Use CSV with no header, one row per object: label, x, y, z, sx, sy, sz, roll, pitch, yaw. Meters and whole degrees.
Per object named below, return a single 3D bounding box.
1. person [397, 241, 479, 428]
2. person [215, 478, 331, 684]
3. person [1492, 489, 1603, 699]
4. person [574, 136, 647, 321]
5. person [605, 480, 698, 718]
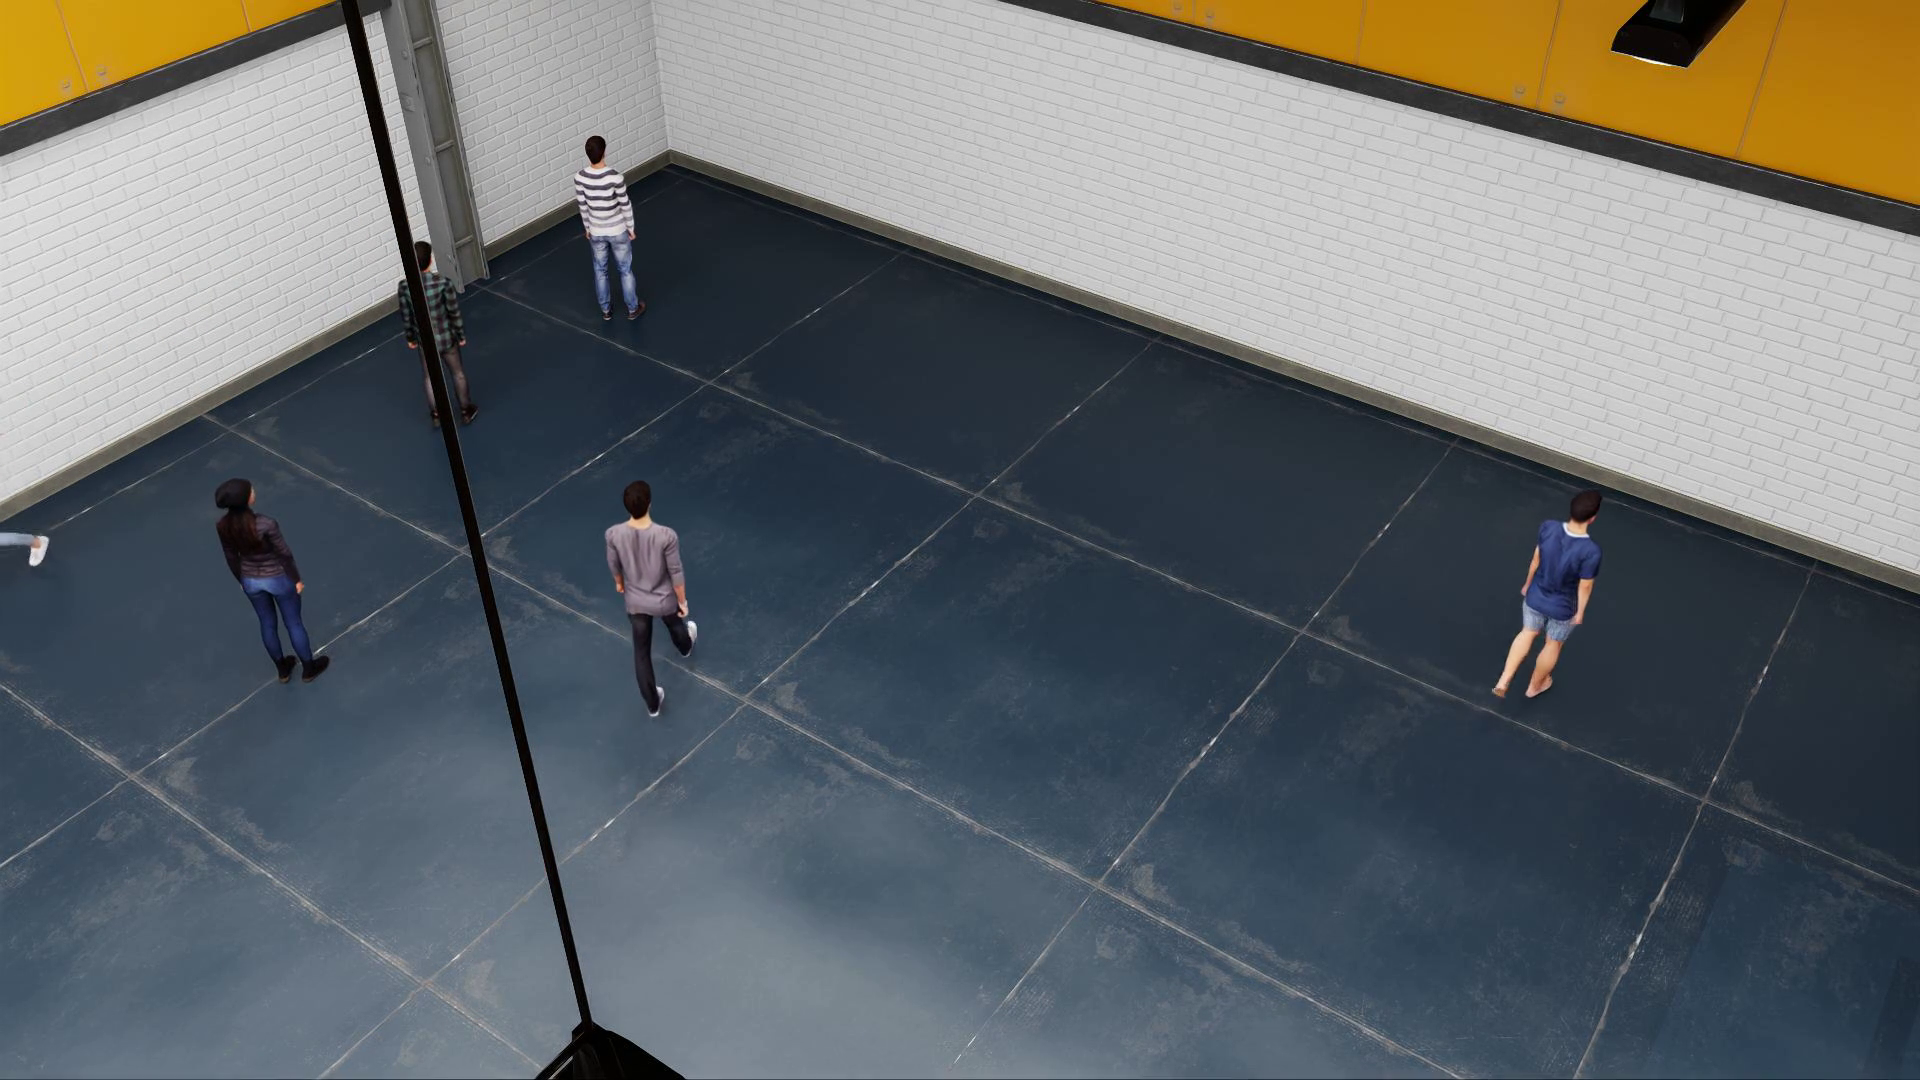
person,-4.531,-1.773,14.350,0.761,1.706,0.798,-6,39,-8
person,-4.888,0.299,11.735,0.690,1.748,0.691,4,39,5
person,4.054,0.443,11.489,0.931,1.831,0.729,-30,48,-32
person,-3.323,-2.936,15.701,0.726,1.854,0.722,2,39,3
person,-2.157,0.452,11.491,1.066,1.814,1.230,2,39,3
